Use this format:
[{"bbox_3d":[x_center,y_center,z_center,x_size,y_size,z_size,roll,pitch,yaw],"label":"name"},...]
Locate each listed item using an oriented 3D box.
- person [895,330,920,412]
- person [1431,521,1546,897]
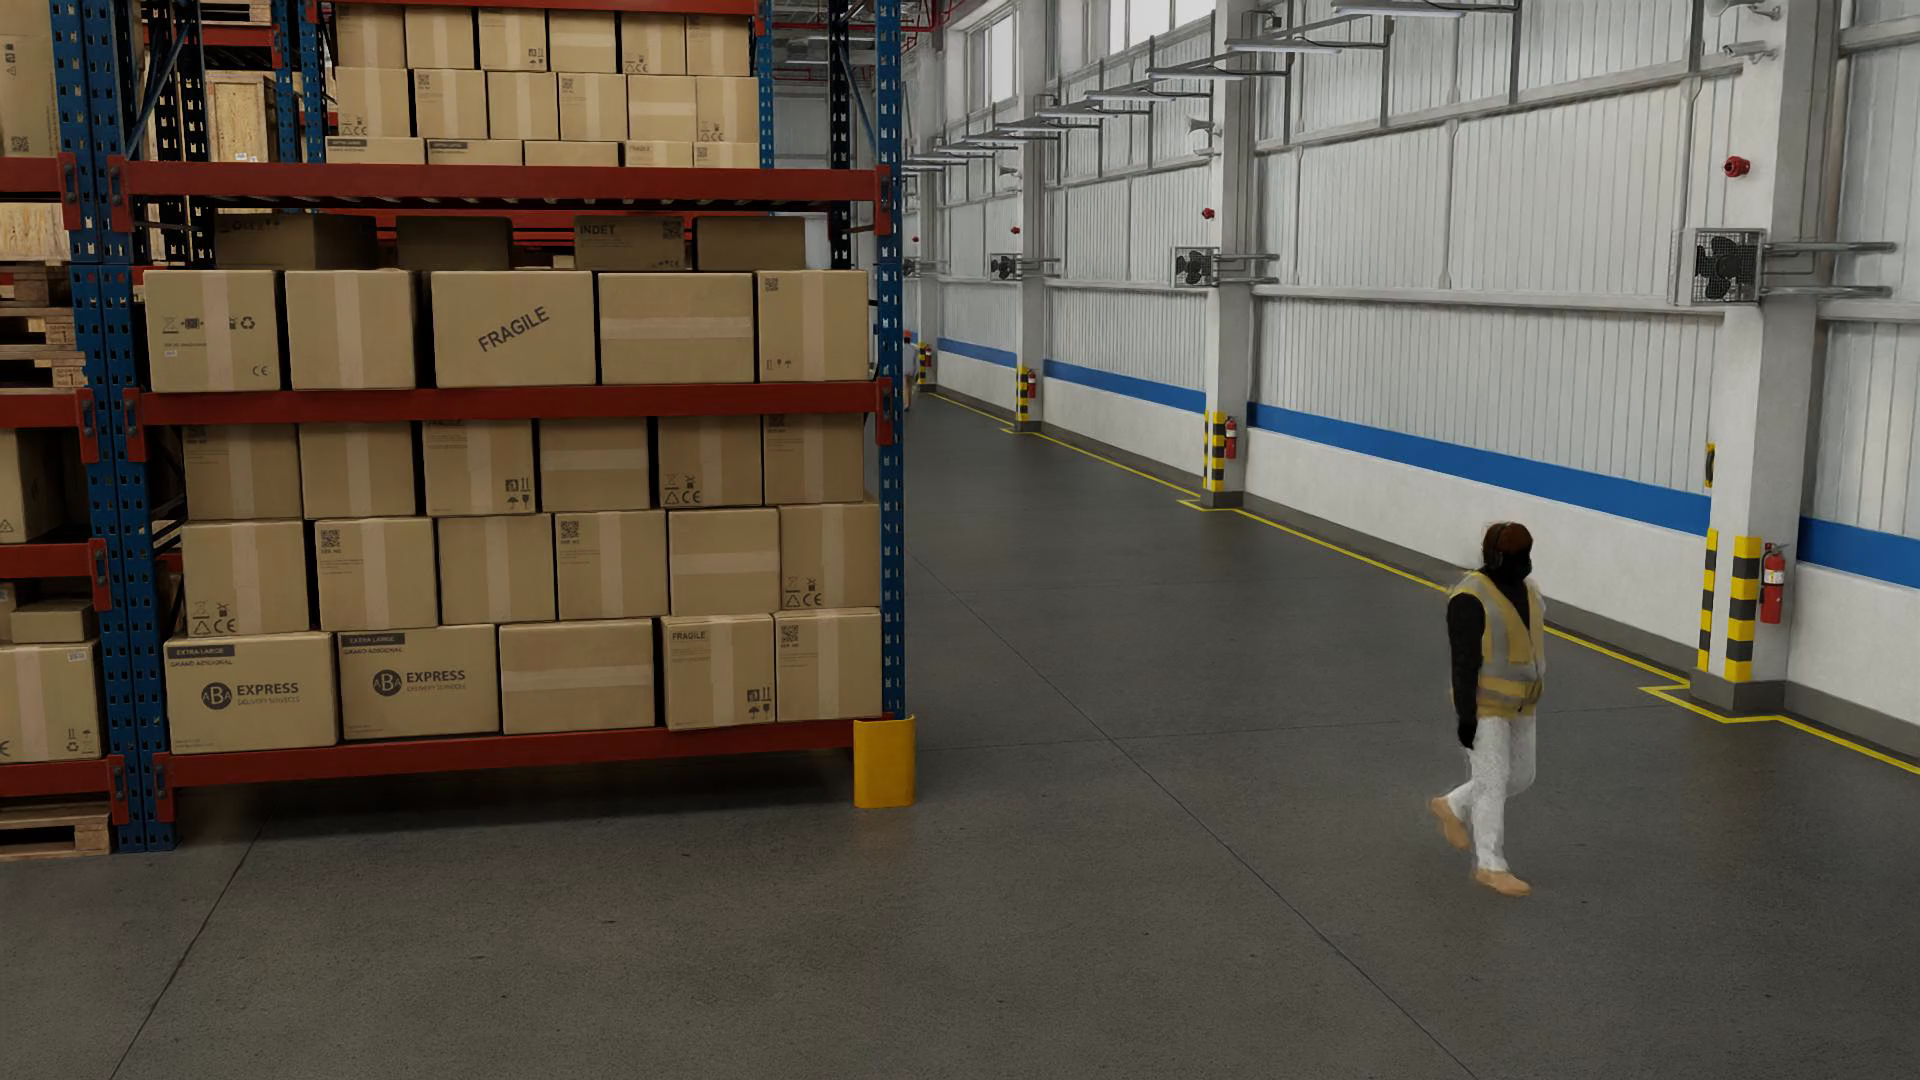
[{"bbox_3d":[-1.125,-3.563,35.084,0.551,1.711,0.882,-2,10,-15],"label":"person"},{"bbox_3d":[2.586,0.795,8.178,0.633,1.823,0.600,-7,11,-36],"label":"person"}]
